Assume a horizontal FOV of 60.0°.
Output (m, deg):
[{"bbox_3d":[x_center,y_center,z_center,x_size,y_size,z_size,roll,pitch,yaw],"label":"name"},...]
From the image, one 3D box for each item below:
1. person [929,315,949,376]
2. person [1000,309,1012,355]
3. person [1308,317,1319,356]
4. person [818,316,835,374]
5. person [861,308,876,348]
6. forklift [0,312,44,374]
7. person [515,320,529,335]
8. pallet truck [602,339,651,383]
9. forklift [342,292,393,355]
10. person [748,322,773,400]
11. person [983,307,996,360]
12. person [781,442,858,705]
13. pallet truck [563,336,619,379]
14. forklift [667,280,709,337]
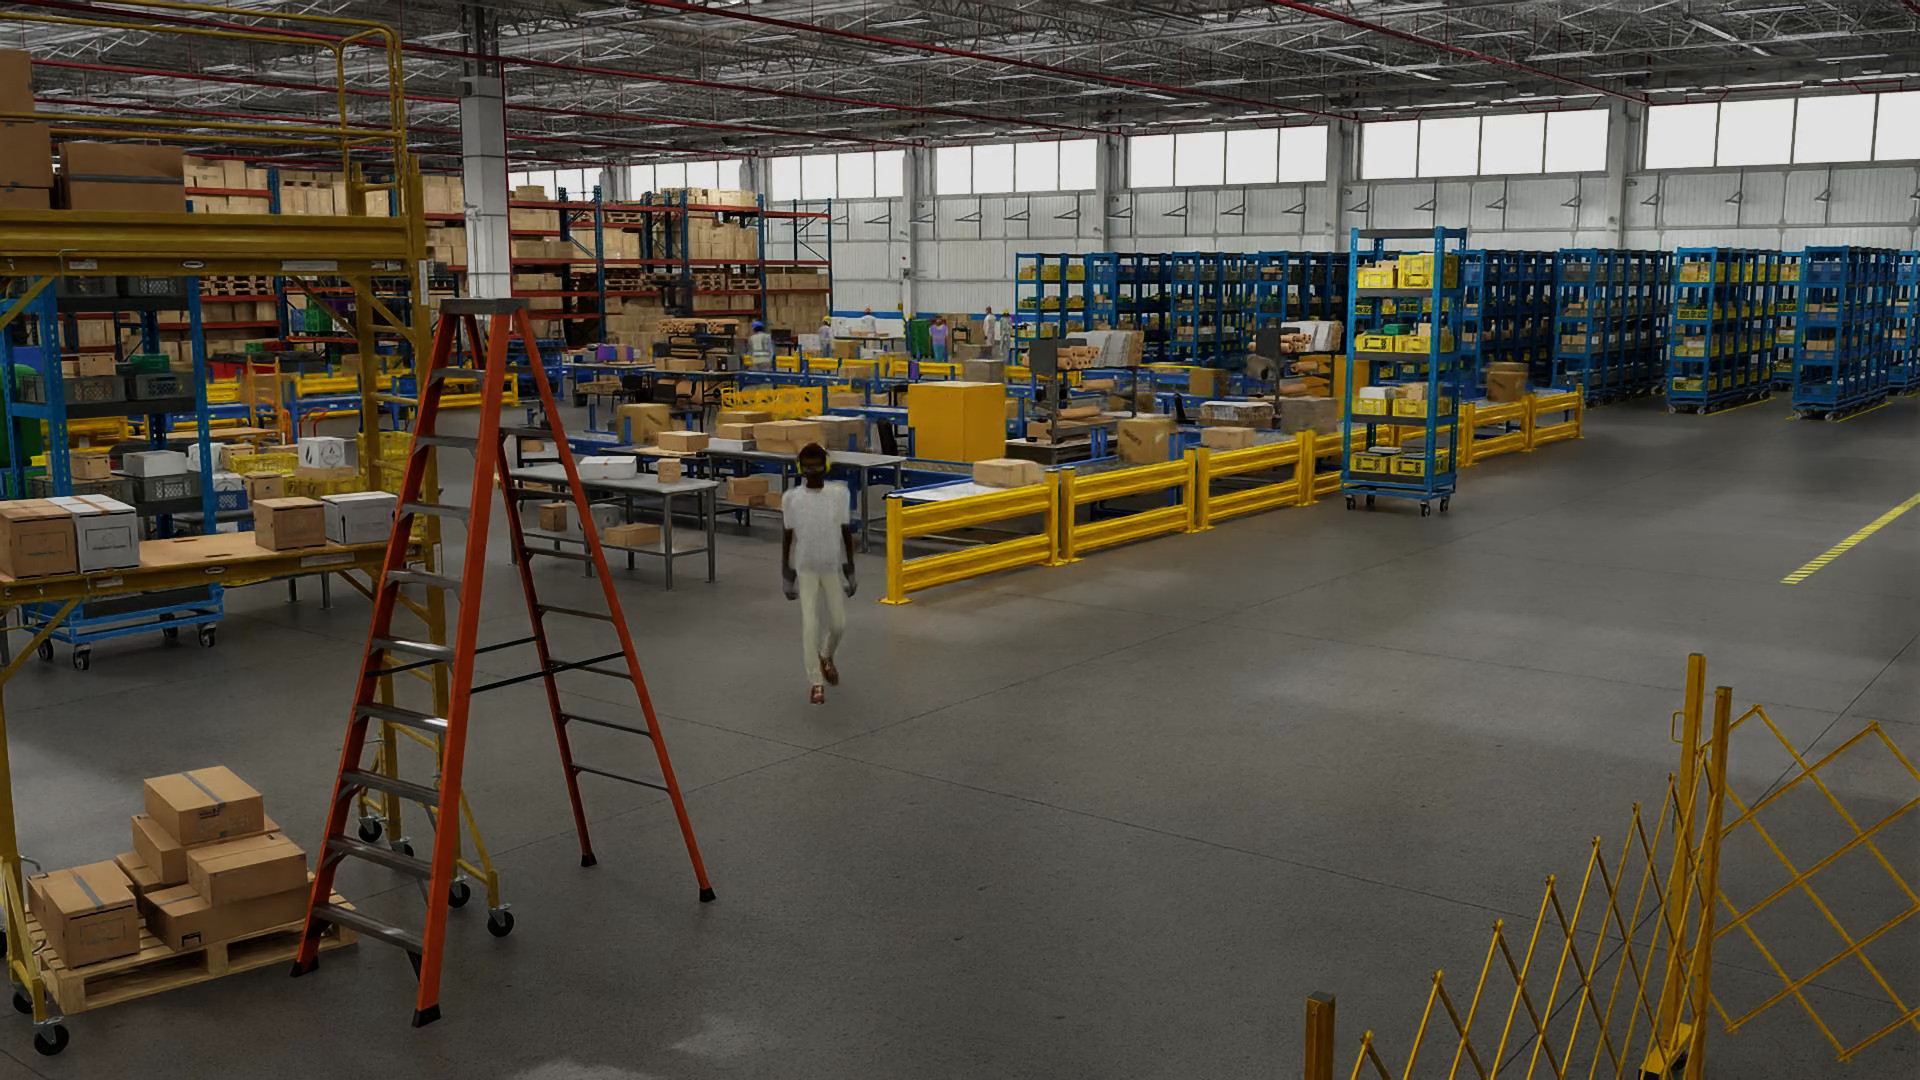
[{"bbox_3d":[-0.632,-5.778,49.437,0.579,1.810,0.912,-2,9,-10],"label":"person"},{"bbox_3d":[1.710,-7.723,61.809,0.485,1.733,0.354,-2,9,-13],"label":"person"},{"bbox_3d":[10.612,-5.815,49.853,0.606,1.766,1.035,-4,10,-22],"label":"person"},{"bbox_3d":[-3.813,-5.545,47.906,0.404,1.828,0.601,-9,13,-43],"label":"person"},{"bbox_3d":[-3.527,-8.085,64.066,0.576,1.732,0.723,-1,9,-5],"label":"person"},{"bbox_3d":[-25.668,-5.582,44.871,1.873,2.768,1.129,7,11,37],"label":"forklift"},{"bbox_3d":[-15.875,-7.494,59.919,0.653,1.876,0.656,8,12,40],"label":"person"},{"bbox_3d":[-8.991,-4.871,45.351,0.653,1.274,1.630,7,11,37],"label":"pallet truck"},{"bbox_3d":[-16.485,-5.622,45.120,1.129,2.768,1.873,7,11,37],"label":"forklift"},{"bbox_3d":[-4.673,-4.231,39.533,0.771,1.902,0.402,3,10,21],"label":"person"},{"bbox_3d":[0.991,-7.073,57.229,0.405,1.903,0.636,4,10,23],"label":"person"},{"bbox_3d":[-1.004,0.223,11.814,0.558,1.856,0.480,-2,9,-11],"label":"person"},{"bbox_3d":[-10.690,-5.294,48.215,1.601,1.201,0.680,-5,10,-26],"label":"pallet truck"},{"bbox_3d":[-9.610,-7.576,57.313,1.129,2.768,1.873,5,10,28],"label":"forklift"}]
